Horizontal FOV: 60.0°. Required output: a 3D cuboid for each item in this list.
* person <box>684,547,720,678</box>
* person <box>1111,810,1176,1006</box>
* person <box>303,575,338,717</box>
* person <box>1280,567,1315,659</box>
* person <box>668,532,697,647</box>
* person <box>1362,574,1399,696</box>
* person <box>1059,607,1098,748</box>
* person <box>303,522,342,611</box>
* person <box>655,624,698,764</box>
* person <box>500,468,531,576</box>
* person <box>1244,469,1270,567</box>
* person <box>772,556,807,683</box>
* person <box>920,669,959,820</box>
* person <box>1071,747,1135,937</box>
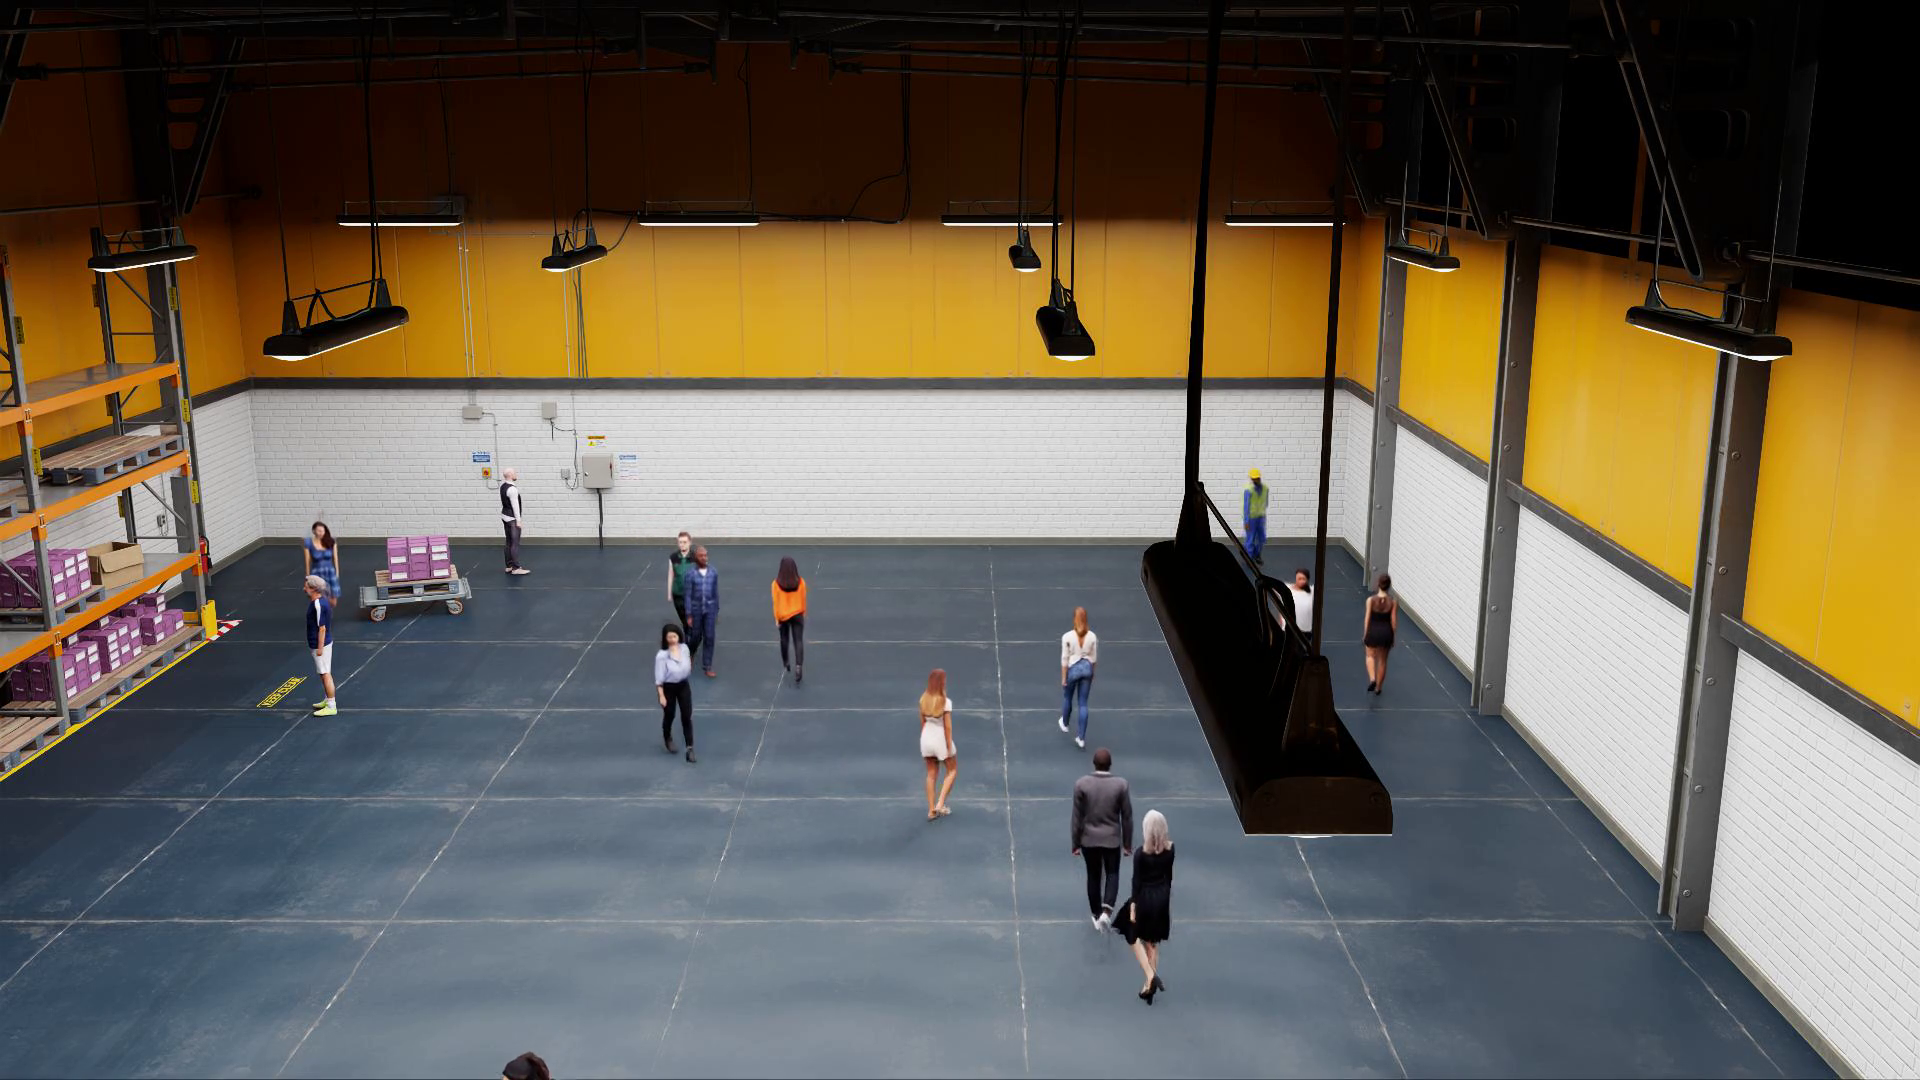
[{"bbox_3d":[-3.590,0.964,22.894,0.907,1.806,1.034,-7,15,-28],"label":"person"},{"bbox_3d":[1.650,3.144,14.050,0.780,1.731,0.841,-8,16,-29],"label":"person"},{"bbox_3d":[-8.196,1.330,21.316,0.771,1.839,0.627,-5,15,-21],"label":"person"},{"bbox_3d":[4.554,1.160,22.368,0.707,1.673,0.832,1,14,6],"label":"person"},{"bbox_3d":[-3.879,0.774,23.715,0.698,1.789,1.137,1,14,3],"label":"person"},{"bbox_3d":[5.523,1.276,21.908,0.676,1.664,0.791,3,14,13],"label":"person"},{"bbox_3d":[1.460,1.688,20.165,0.736,1.684,1.050,-2,14,-10],"label":"person"},{"bbox_3d":[-9.379,0.597,24.446,0.908,1.789,1.035,-8,16,-31],"label":"person"},{"bbox_3d":[-3.409,1.790,19.735,1.027,1.689,1.150,-12,18,-40],"label":"person"},{"bbox_3d":[-7.592,-0.328,28.197,0.839,1.823,0.749,-11,17,-37],"label":"person"},{"bbox_3d":[5.054,-0.379,28.522,0.830,1.769,0.888,-7,15,-28],"label":"person"},{"bbox_3d":[-2.271,1.099,22.550,0.729,1.706,1.174,-2,14,-9],"label":"person"},{"bbox_3d":[-0.296,2.226,17.940,0.683,1.685,0.722,7,15,28],"label":"person"},{"bbox_3d":[1.300,2.805,15.292,0.787,1.806,0.900,2,14,7],"label":"person"}]
